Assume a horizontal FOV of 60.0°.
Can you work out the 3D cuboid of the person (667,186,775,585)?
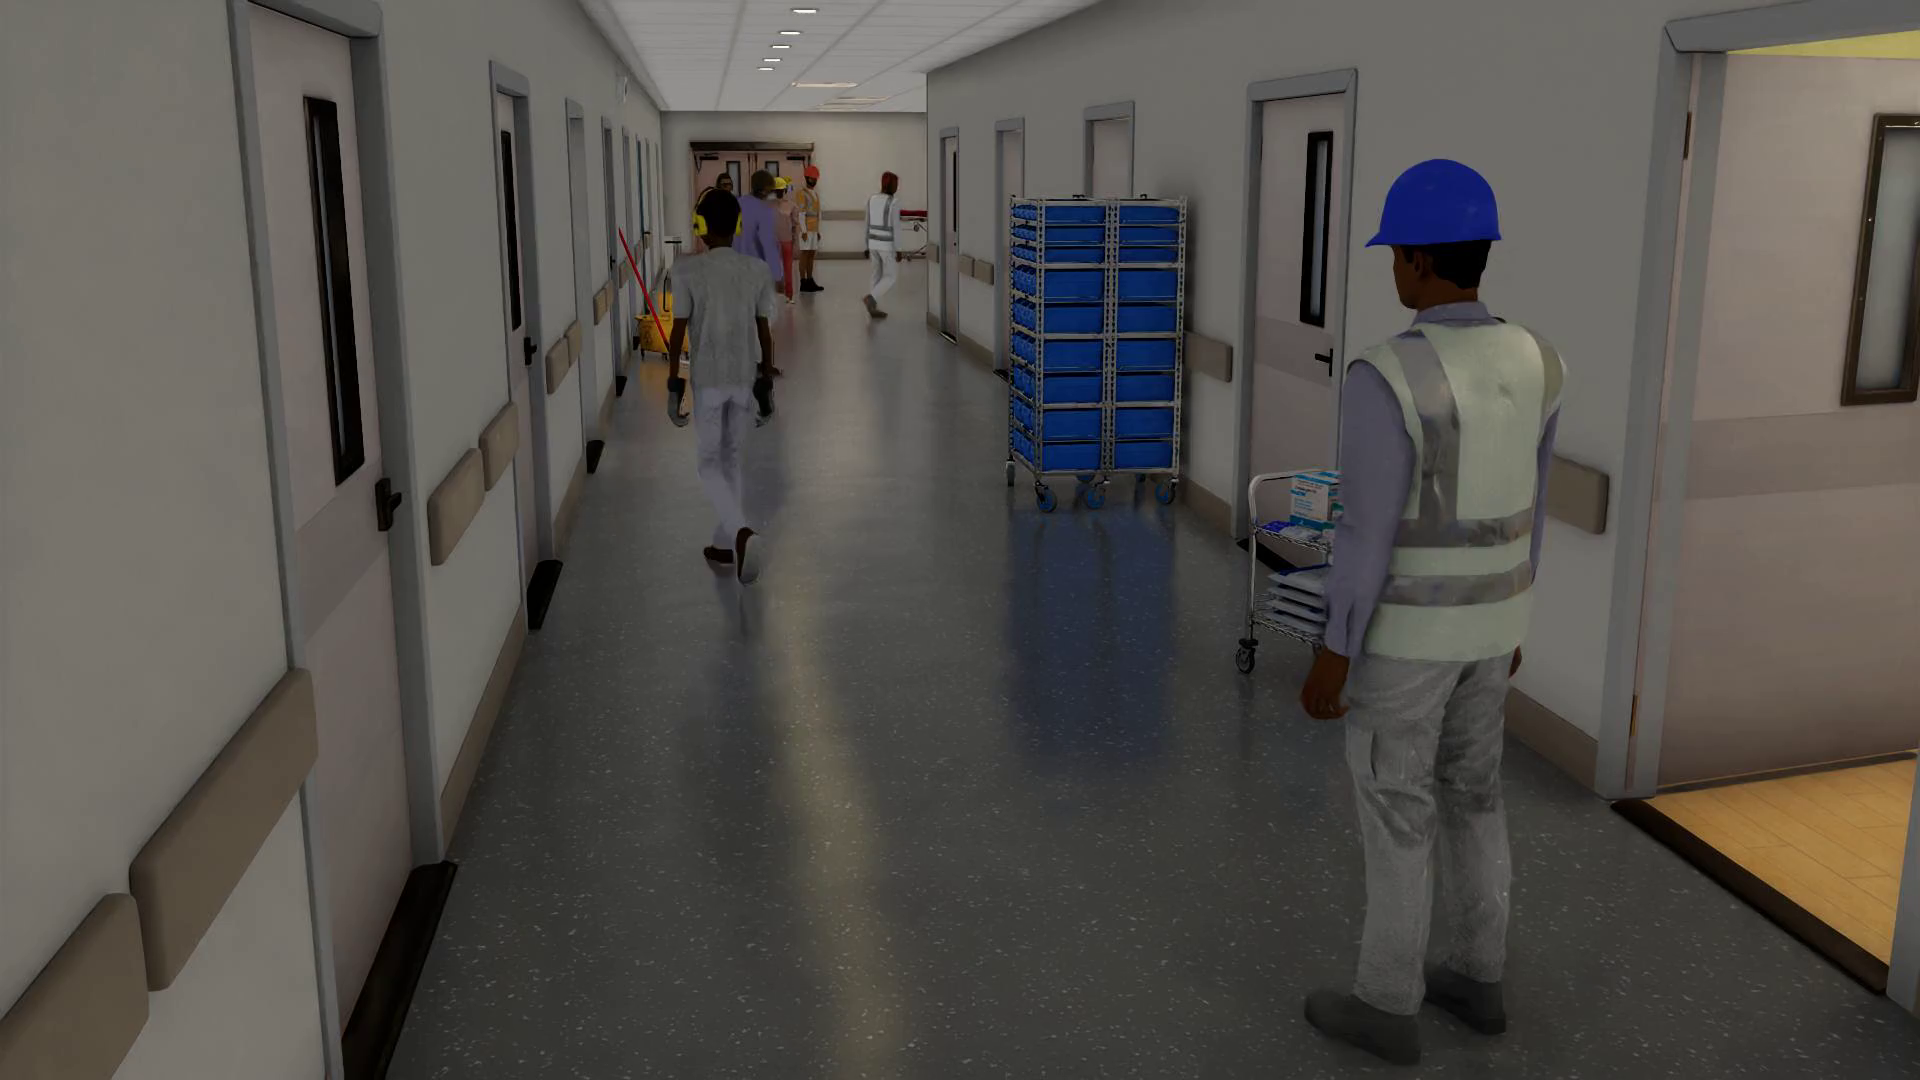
[{"bbox_3d":[-1.102,-0.723,7.811,0.523,1.846,0.808,-7,15,-29],"label":"person"}]

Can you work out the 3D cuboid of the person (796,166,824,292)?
[{"bbox_3d":[-2.317,-4.833,25.860,0.376,1.931,0.542,5,14,22],"label":"person"}]

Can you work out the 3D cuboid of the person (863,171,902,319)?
[{"bbox_3d":[-1.032,-3.696,20.956,0.647,1.864,0.537,11,17,41],"label":"person"}]

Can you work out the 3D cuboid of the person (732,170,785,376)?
[{"bbox_3d":[-1.919,-2.468,15.462,0.400,1.899,0.677,-11,17,-41],"label":"person"}]

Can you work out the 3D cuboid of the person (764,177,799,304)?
[{"bbox_3d":[-2.534,-4.214,23.476,0.523,1.769,0.315,-2,13,-8],"label":"person"}]

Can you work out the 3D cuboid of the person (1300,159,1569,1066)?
[{"bbox_3d":[1.011,0.174,3.593,0.617,1.944,0.405,-9,15,-34],"label":"person"}]
